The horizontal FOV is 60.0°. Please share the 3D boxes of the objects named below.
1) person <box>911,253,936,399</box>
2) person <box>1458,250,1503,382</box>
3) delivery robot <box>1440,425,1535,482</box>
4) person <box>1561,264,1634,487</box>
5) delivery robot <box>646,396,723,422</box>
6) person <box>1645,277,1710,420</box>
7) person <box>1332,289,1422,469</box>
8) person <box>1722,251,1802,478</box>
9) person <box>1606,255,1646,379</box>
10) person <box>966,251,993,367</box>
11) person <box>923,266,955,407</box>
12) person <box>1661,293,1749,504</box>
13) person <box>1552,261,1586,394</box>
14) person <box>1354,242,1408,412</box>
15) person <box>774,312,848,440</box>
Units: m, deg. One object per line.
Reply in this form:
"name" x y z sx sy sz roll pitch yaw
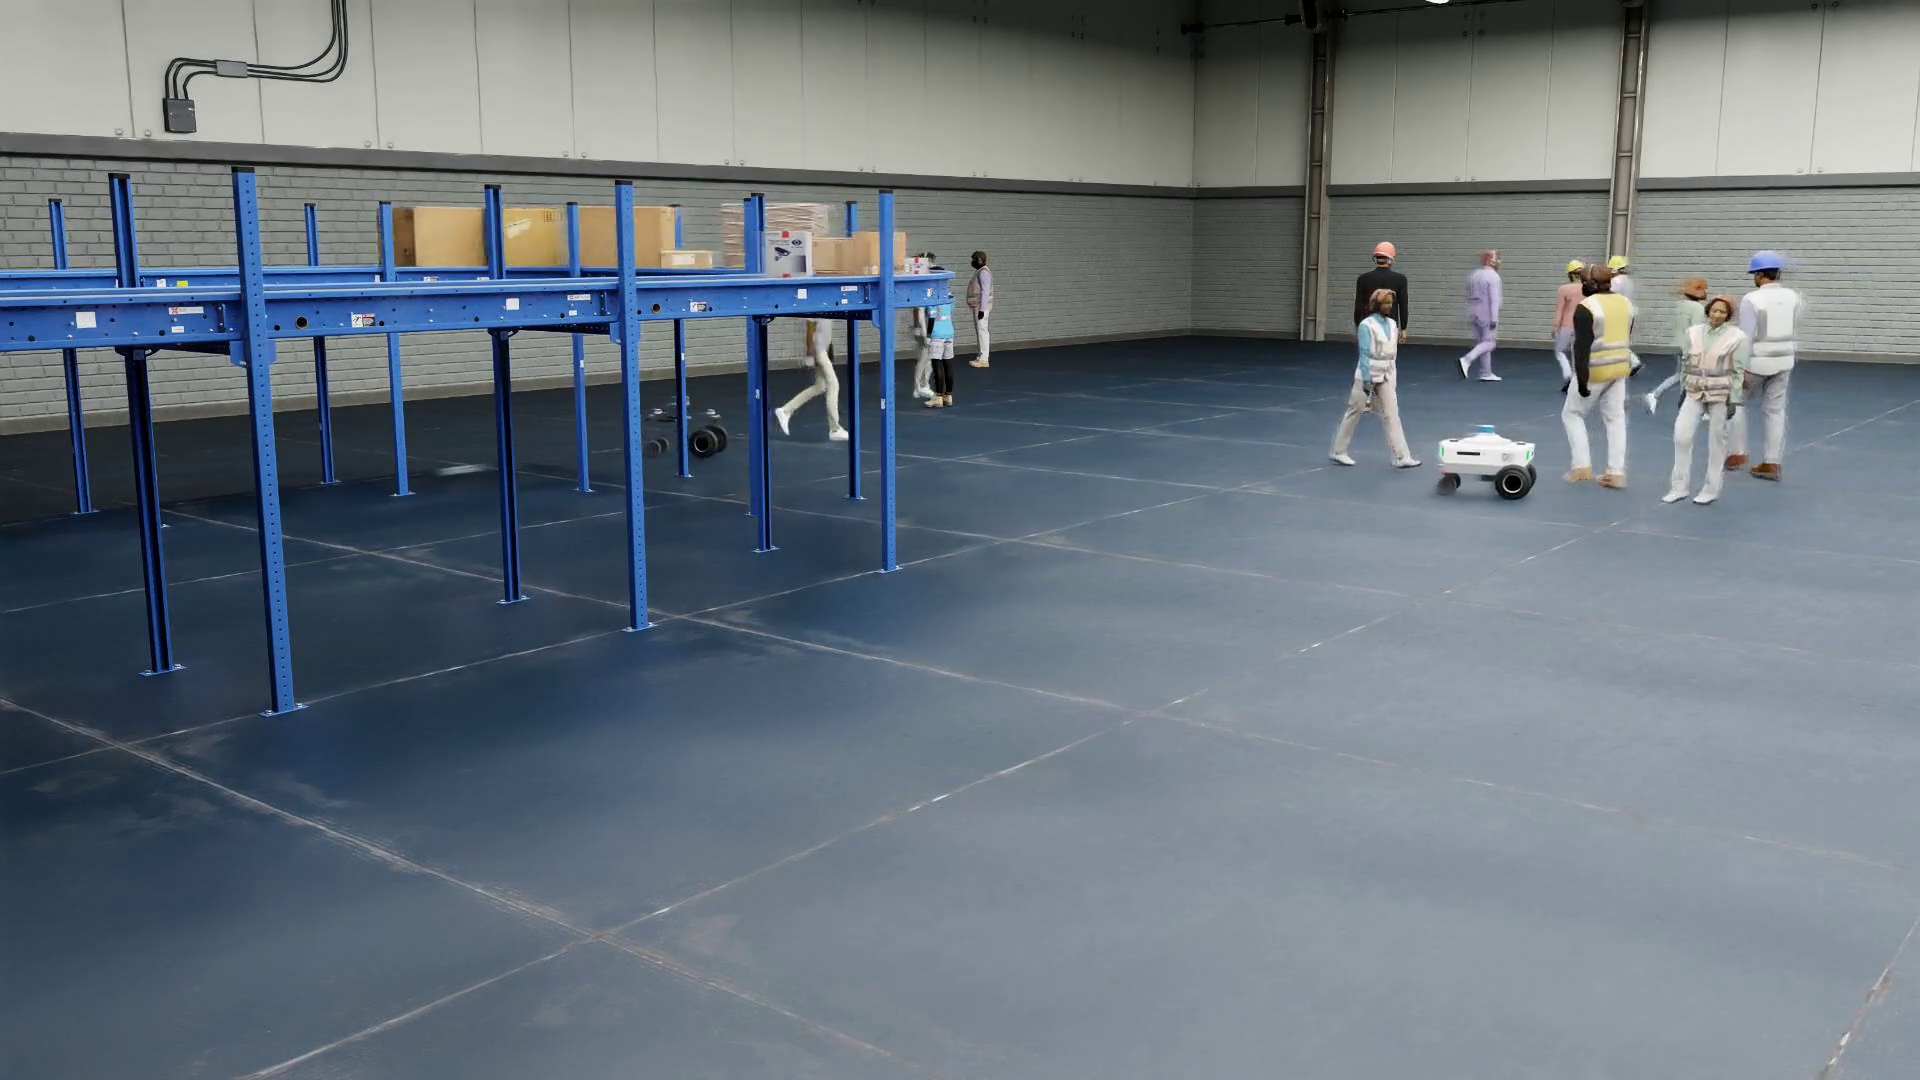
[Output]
"person" -0.389 -2.717 21.166 0.493 1.852 0.542 2 10 9
"person" 7.474 -3.204 23.811 0.694 1.885 0.647 -2 10 -11
"delivery robot" 4.216 -0.676 13.322 0.707 0.478 0.477 5 11 23
"person" 5.251 -1.352 13.699 0.658 1.814 0.585 -4 11 -23
"delivery robot" -2.612 -1.243 15.744 0.698 0.223 0.335 1 10 6
"person" 8.185 -2.165 18.784 0.686 1.607 0.503 -1 10 -3
"person" 3.694 -1.431 14.774 0.543 1.588 0.876 -8 13 -38
"person" 6.859 -1.509 14.276 0.617 1.916 0.663 -2 10 -11
"person" 9.634 -3.251 24.289 0.855 1.804 0.587 9 13 40
"person" 0.312 -3.699 26.647 0.429 1.840 0.636 -1 10 -4
"person" -0.260 -2.471 20.241 0.321 1.697 0.529 6 12 30
"person" 5.648 -1.055 12.602 0.632 1.607 0.541 -8 13 -37
"person" 8.029 -2.777 21.787 0.561 1.742 0.407 -1 10 -5
"person" 4.983 -2.519 19.687 0.622 1.990 0.389 4 11 20
"person" -1.476 -1.924 16.857 0.794 1.826 0.565 1 10 6
